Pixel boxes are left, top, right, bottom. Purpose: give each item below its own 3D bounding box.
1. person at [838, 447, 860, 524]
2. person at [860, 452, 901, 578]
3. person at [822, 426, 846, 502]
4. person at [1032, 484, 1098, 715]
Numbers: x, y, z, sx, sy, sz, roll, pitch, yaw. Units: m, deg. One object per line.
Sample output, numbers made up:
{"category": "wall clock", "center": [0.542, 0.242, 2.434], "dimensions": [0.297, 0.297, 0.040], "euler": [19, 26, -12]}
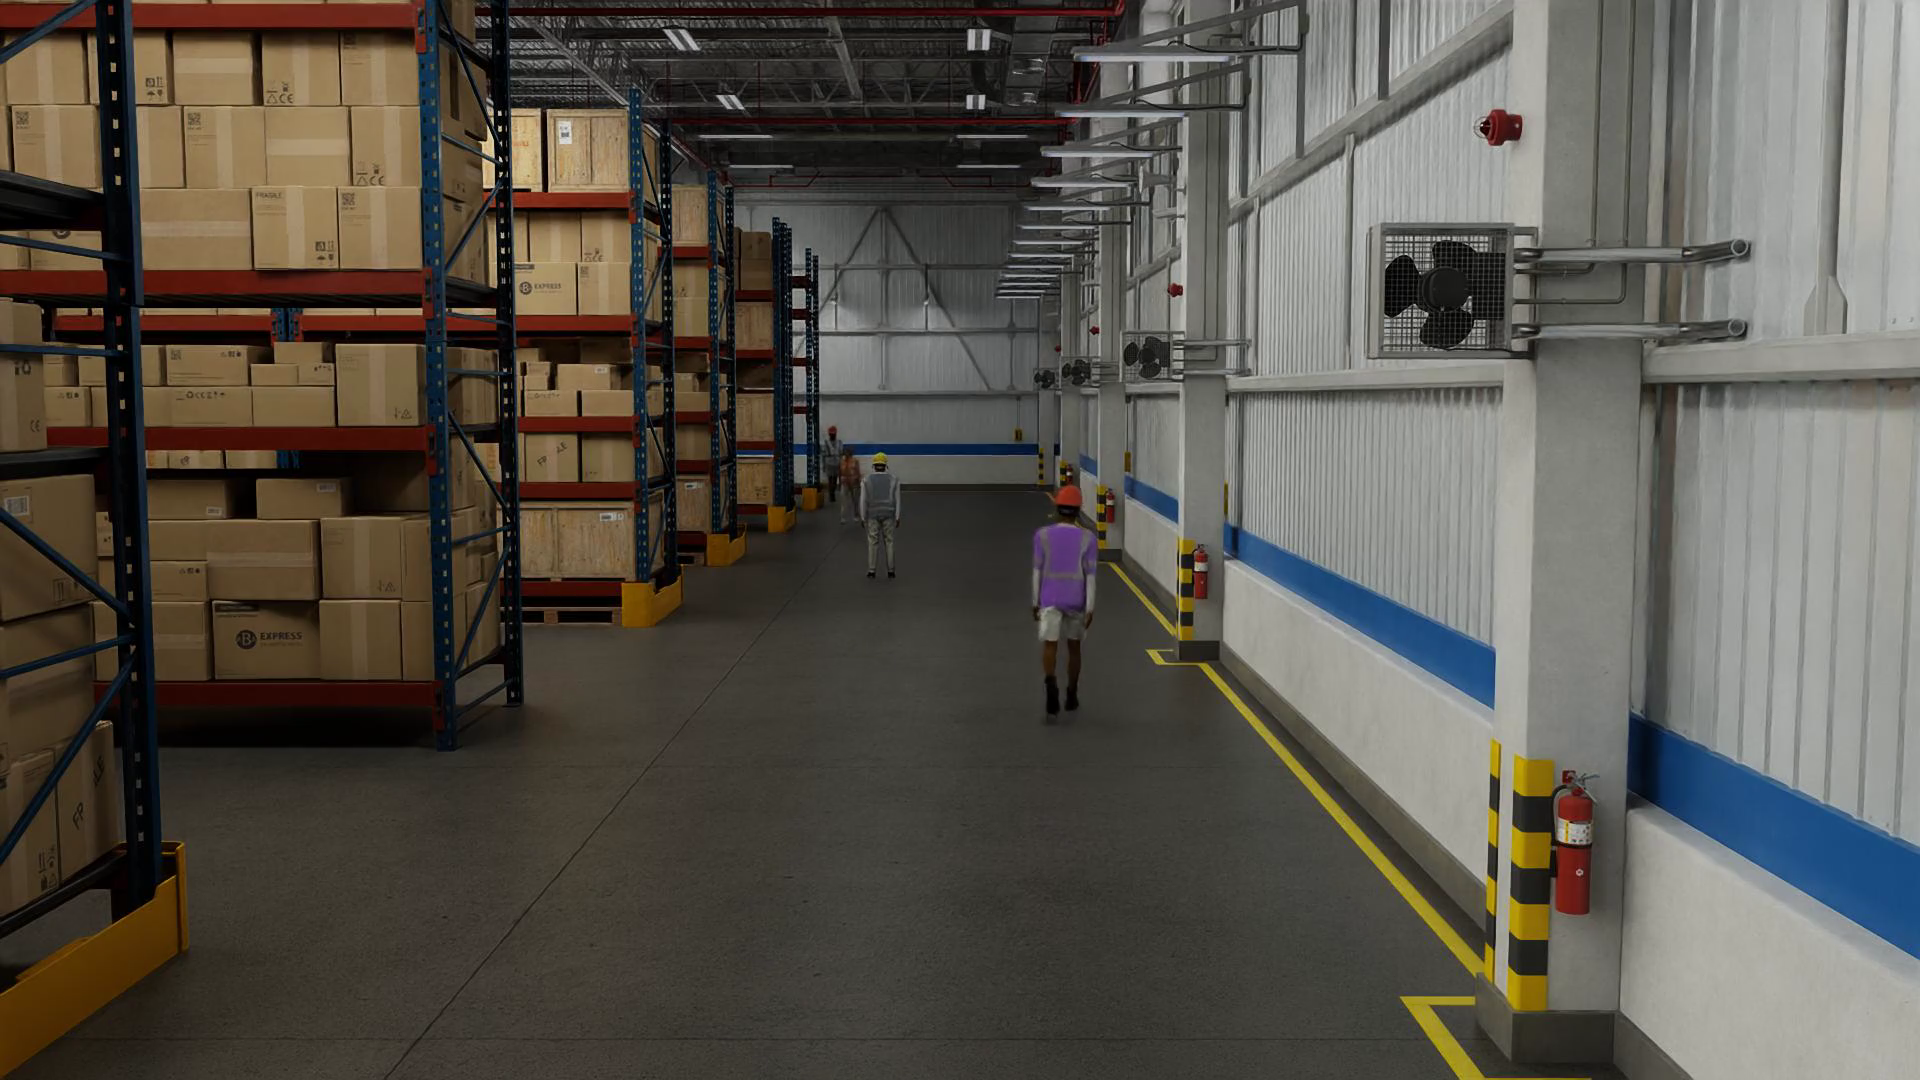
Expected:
{"category": "person", "center": [-2.297, -1.154, 34.710], "dimensions": [0.515, 1.605, 0.827], "euler": [1, 5, 12]}
{"category": "person", "center": [-1.149, -0.352, 24.053], "dimensions": [0.595, 1.832, 0.404], "euler": [-1, 5, -8]}
{"category": "person", "center": [-3.118, -1.884, 41.513], "dimensions": [0.570, 1.891, 0.941], "euler": [-2, 5, -21]}
{"category": "person", "center": [0.856, 0.496, 13.684], "dimensions": [0.547, 1.920, 0.775], "euler": [1, 5, 7]}
